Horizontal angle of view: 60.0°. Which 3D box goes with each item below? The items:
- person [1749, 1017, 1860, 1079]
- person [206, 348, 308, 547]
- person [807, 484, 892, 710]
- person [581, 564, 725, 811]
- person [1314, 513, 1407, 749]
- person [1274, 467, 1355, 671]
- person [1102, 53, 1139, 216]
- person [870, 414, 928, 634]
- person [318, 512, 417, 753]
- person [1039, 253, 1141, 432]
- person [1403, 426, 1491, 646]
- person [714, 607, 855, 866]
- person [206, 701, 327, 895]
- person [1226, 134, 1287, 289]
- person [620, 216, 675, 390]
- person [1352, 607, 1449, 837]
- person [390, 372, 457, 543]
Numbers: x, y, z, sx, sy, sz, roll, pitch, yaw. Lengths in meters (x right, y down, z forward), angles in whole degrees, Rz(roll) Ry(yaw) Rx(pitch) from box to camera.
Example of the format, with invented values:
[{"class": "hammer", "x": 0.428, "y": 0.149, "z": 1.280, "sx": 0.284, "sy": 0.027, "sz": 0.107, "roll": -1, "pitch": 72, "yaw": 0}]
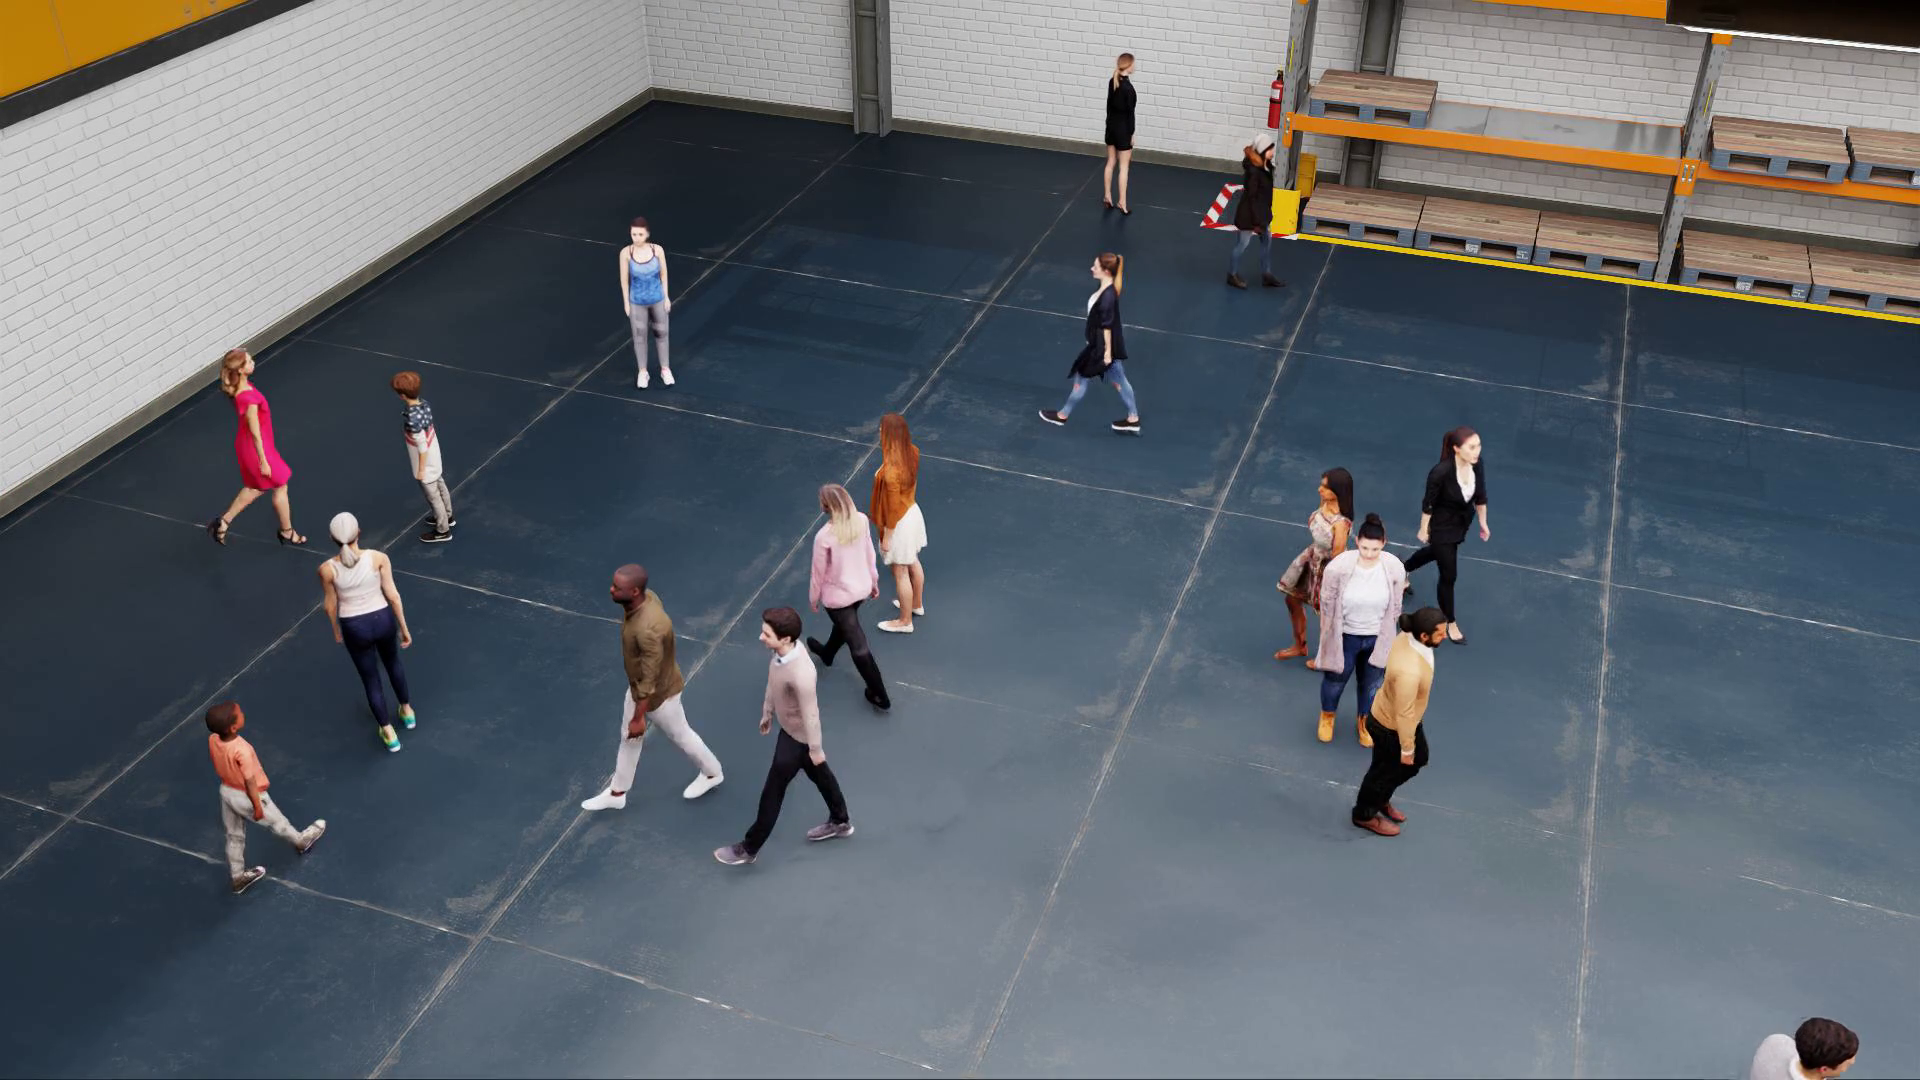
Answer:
[{"class": "person", "x": 3.416, "y": 2.738, "z": 7.241, "sx": 0.753, "sy": 1.911, "sz": 0.824, "roll": 3, "pitch": 34, "yaw": 4}, {"class": "person", "x": -5.373, "y": -0.631, "z": 12.495, "sx": 0.929, "sy": 1.705, "sz": 0.940, "roll": -21, "pitch": 39, "yaw": -29}, {"class": "person", "x": -0.695, "y": 0.412, "z": 10.990, "sx": 0.950, "sy": 1.634, "sz": 1.209, "roll": -27, "pitch": 42, "yaw": -34}, {"class": "person", "x": -1.782, "y": 0.904, "z": 10.108, "sx": 1.231, "sy": 1.790, "sz": 1.199, "roll": -16, "pitch": 37, "yaw": -23}, {"class": "person", "x": 2.554, "y": 0.562, "z": 10.665, "sx": 0.662, "sy": 1.743, "sz": 0.809, "roll": 3, "pitch": 34, "yaw": 4}, {"class": "person", "x": 2.580, "y": 0.205, "z": 11.305, "sx": 0.866, "sy": 1.629, "sz": 0.808, "roll": -5, "pitch": 34, "yaw": -8}, {"class": "person", "x": 1.753, "y": -4.435, "z": 18.161, "sx": 0.713, "sy": 1.768, "sz": 0.622, "roll": -22, "pitch": 40, "yaw": -30}, {"class": "person", "x": -0.411, "y": -0.121, "z": 11.714, "sx": 0.547, "sy": 1.720, "sz": 0.620, "roll": 12, "pitch": 35, "yaw": 17}, {"class": "person", "x": -3.784, "y": 0.595, "z": 10.662, "sx": 0.741, "sy": 1.692, "sz": 0.796, "roll": -17, "pitch": 37, "yaw": -24}, {"class": "person", "x": 1.305, "y": -1.612, "z": 14.036, "sx": 1.156, "sy": 1.633, "sz": 0.787, "roll": 5, "pitch": 34, "yaw": 7}, {"class": "person", "x": 3.402, "y": -0.121, "z": 11.803, "sx": 1.029, "sy": 1.621, "sz": 1.149, "roll": -19, "pitch": 38, "yaw": -26}, {"class": "person", "x": -0.875, "y": 1.124, "z": 9.798, "sx": 1.193, "sy": 1.768, "sz": 1.069, "roll": -11, "pitch": 35, "yaw": -16}, {"class": "person", "x": -4.210, "y": 1.515, "z": 9.650, "sx": 0.834, "sy": 1.281, "sz": 0.648, "roll": 17, "pitch": 37, "yaw": 24}, {"class": "person", "x": 2.854, "y": -3.267, "z": 16.543, "sx": 0.891, "sy": 1.614, "sz": 0.735, "roll": 19, "pitch": 38, "yaw": 26}, {"class": "person", "x": -2.783, "y": -2.123, "z": 14.826, "sx": 0.624, "sy": 1.609, "sz": 0.709, "roll": -9, "pitch": 35, "yaw": -13}, {"class": "person", "x": 2.525, "y": 1.067, "z": 9.911, "sx": 0.615, "sy": 1.737, "sz": 0.695, "roll": 12, "pitch": 35, "yaw": 17}, {"class": "person", "x": -4.106, "y": -0.659, "z": 12.778, "sx": 0.580, "sy": 1.438, "sz": 0.582, "roll": -2, "pitch": 34, "yaw": -2}]
